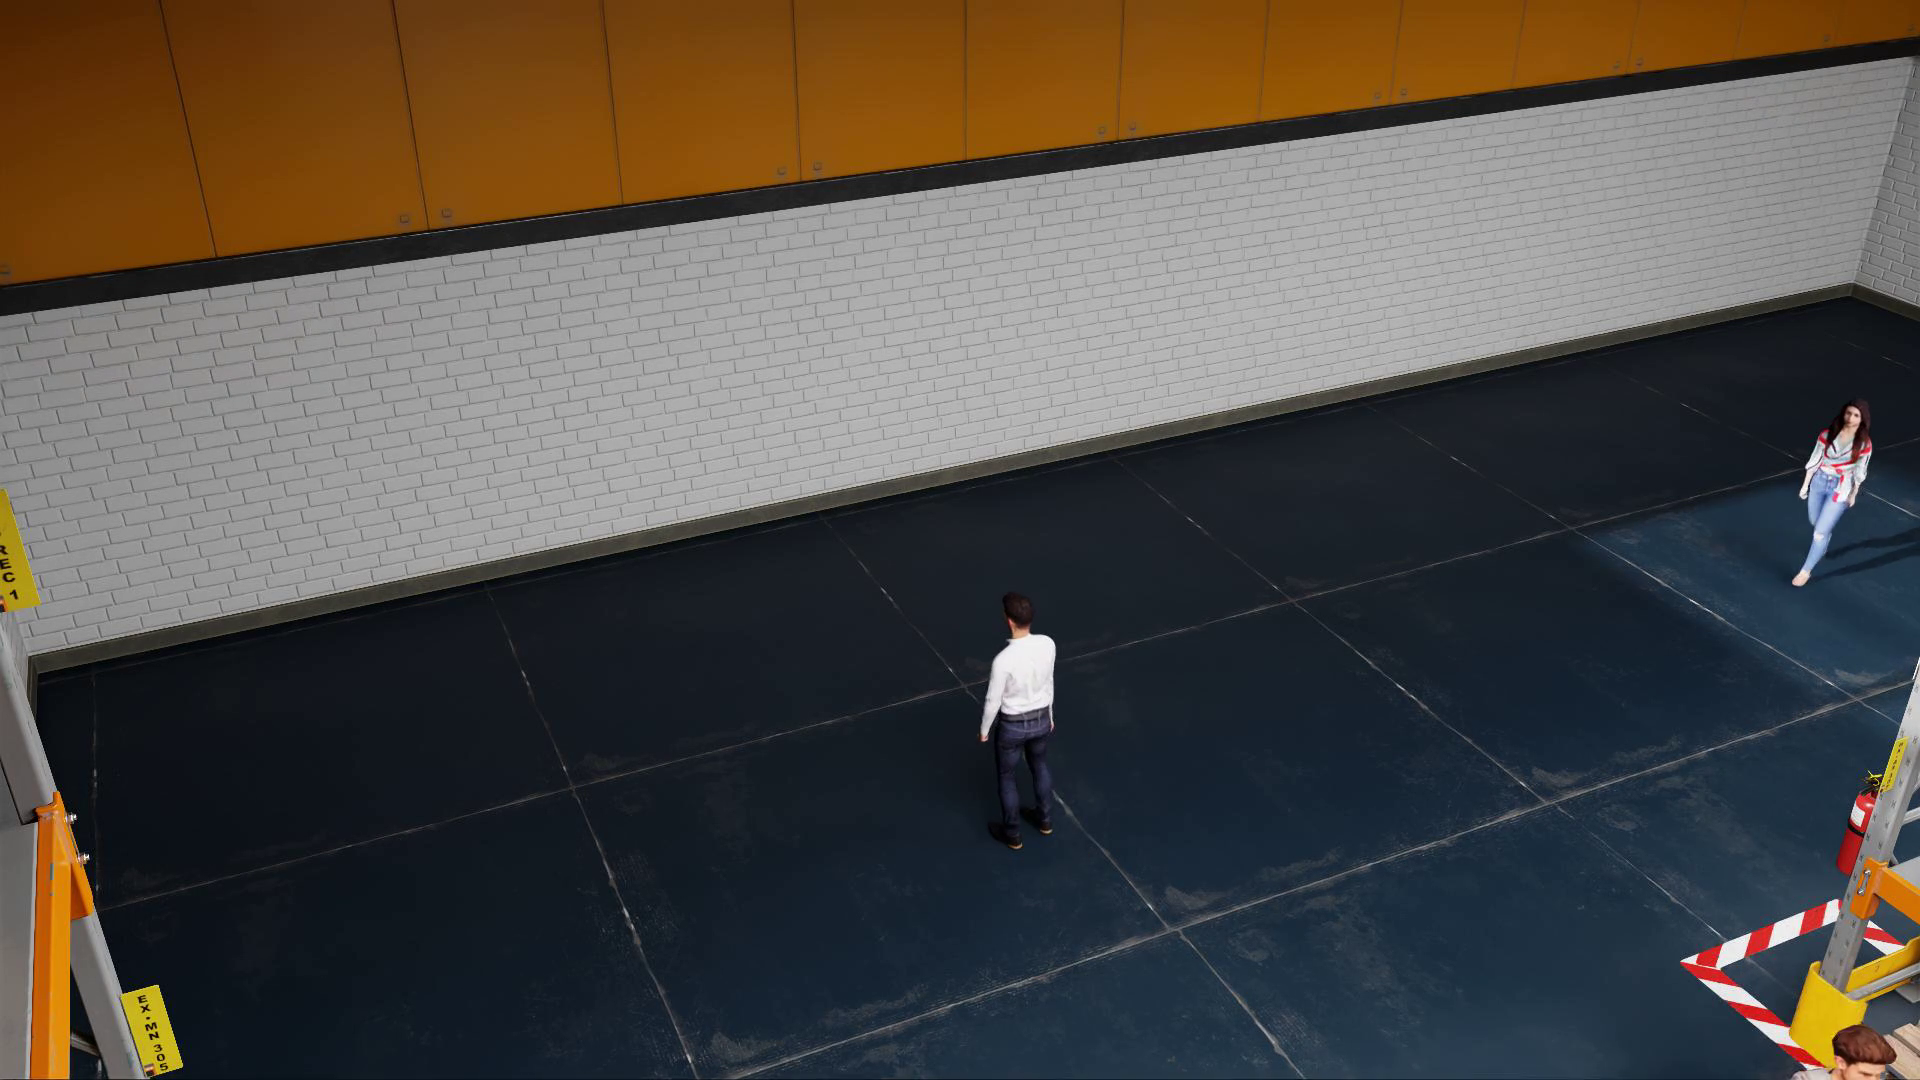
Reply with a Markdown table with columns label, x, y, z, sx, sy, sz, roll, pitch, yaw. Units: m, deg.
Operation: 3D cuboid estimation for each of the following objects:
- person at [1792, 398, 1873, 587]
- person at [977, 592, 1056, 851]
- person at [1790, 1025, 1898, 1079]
| label | x | y | z | sx | sy | sz | roll | pitch | yaw |
| --- | --- | --- | --- | --- | --- | --- | --- | --- | --- |
| person | 7.260 | -0.442 | 13.829 | 0.895 | 1.583 | 1.079 | -25 | 37 | -38 |
| person | 0.409 | 1.178 | 10.566 | 0.669 | 1.863 | 0.649 | -15 | 32 | -26 |
| person | 3.792 | 2.828 | 7.536 | 0.897 | 1.868 | 1.011 | 0 | 29 | 0 |
